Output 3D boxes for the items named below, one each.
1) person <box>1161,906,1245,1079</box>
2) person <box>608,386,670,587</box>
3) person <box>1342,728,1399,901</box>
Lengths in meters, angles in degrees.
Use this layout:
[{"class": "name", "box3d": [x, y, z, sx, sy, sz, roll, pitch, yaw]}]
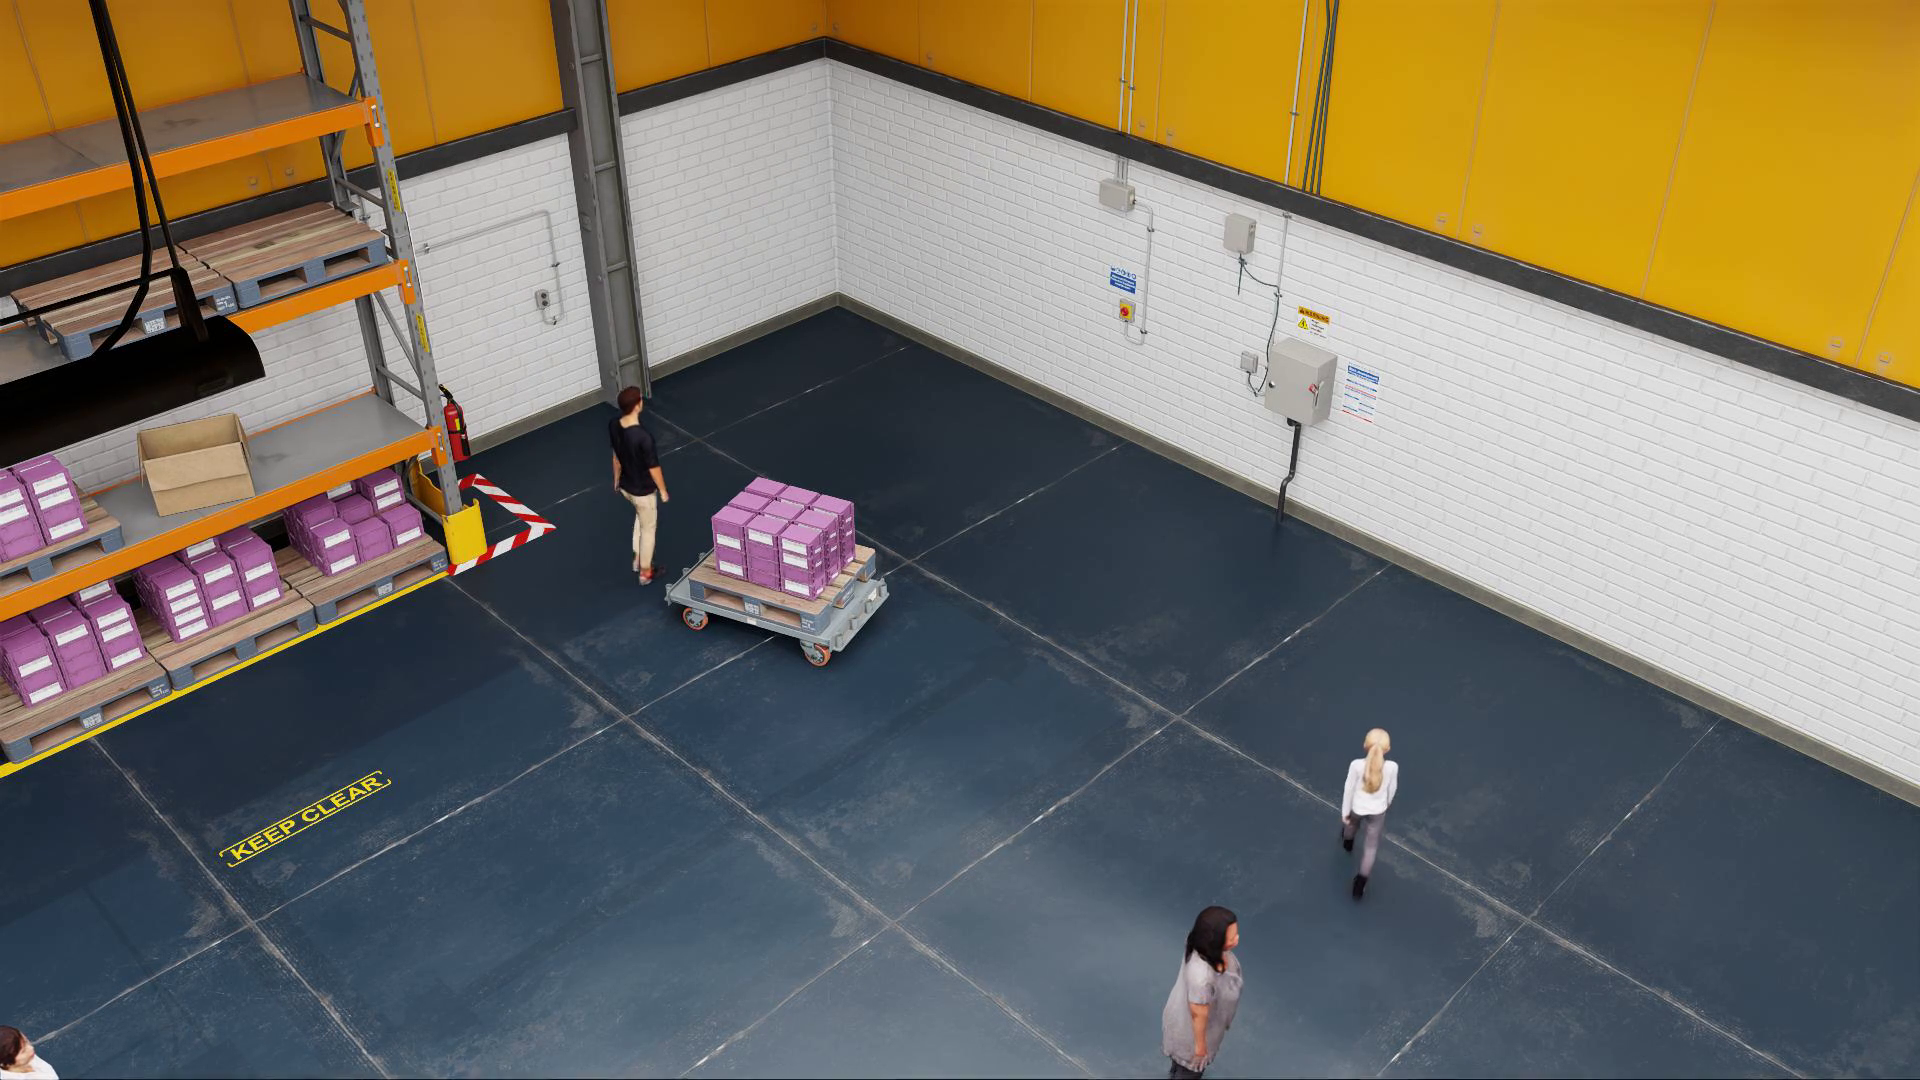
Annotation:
[{"class": "person", "box3d": [1.334, 2.660, 9.369, 0.832, 1.608, 0.766, 3, 34, 5]}, {"class": "person", "box3d": [-2.724, -0.401, 13.761, 0.683, 1.843, 0.621, 23, 40, 30]}, {"class": "person", "box3d": [2.684, 1.820, 10.954, 0.779, 1.252, 0.944, 8, 34, 11]}]
